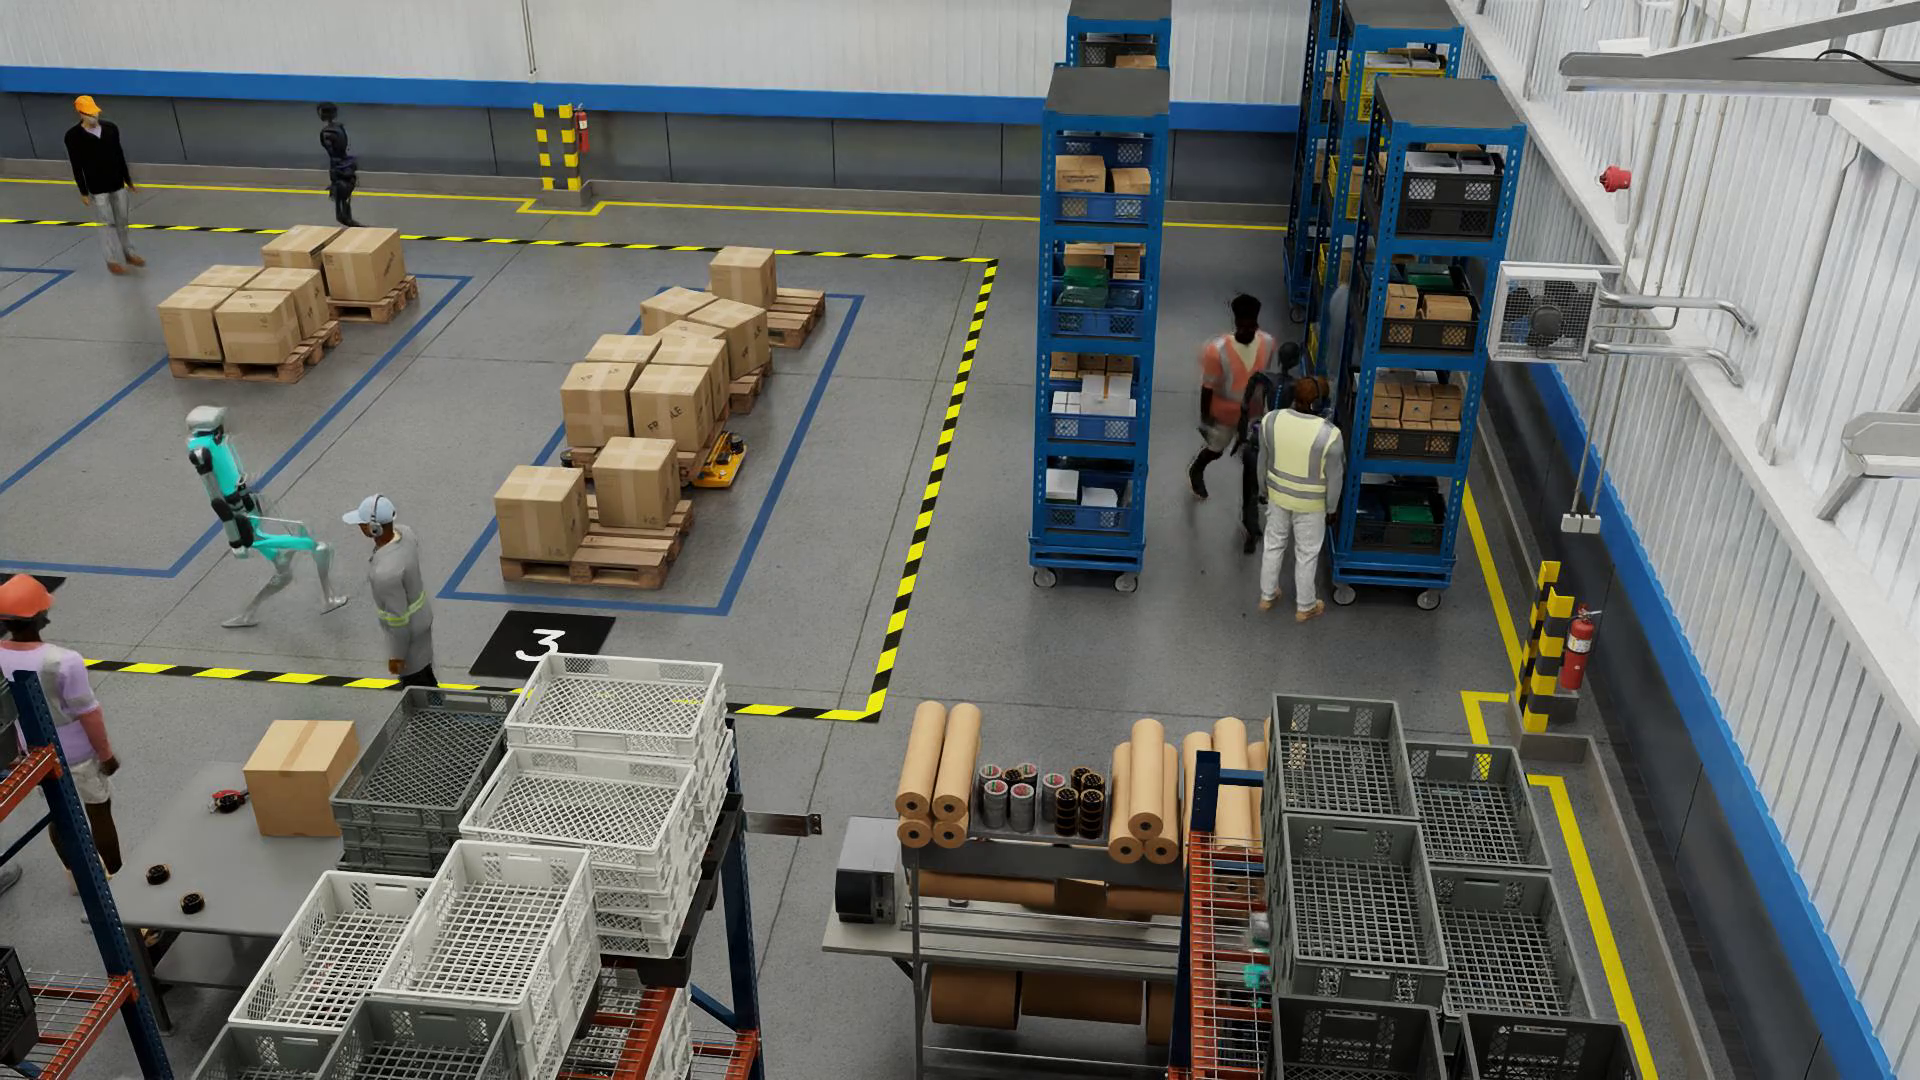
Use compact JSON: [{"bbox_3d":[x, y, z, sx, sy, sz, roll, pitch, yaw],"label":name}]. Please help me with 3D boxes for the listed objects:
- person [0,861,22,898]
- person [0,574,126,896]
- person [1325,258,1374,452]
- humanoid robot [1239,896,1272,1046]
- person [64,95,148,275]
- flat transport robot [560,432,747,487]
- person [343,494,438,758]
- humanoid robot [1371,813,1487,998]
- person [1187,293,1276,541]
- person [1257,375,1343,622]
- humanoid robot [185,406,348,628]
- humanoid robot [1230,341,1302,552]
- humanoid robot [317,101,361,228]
[{"bbox_3d":[-5.633,1.169,8.999,0.617,1.943,0.398,-3,30,-6],"label":"person"},{"bbox_3d":[-4.871,1.090,9.053,0.598,2.035,0.395,5,31,9],"label":"person"},{"bbox_3d":[3.149,-1.344,13.332,0.437,1.935,0.642,-6,31,-9],"label":"person"},{"bbox_3d":[1.553,2.325,7.289,0.774,1.840,0.539,1,30,2],"label":"humanoid robot"},{"bbox_3d":[-8.984,-3.741,17.493,0.380,1.882,0.589,18,35,27],"label":"person"},{"bbox_3d":[-2.554,-0.707,13.861,1.431,0.197,0.652,3,30,6],"label":"flat transport robot"},{"bbox_3d":[-3.393,0.548,10.185,0.488,1.863,0.606,-4,30,-7],"label":"person"},{"bbox_3d":[2.273,1.964,7.957,0.588,1.629,0.793,3,30,5],"label":"humanoid robot"},{"bbox_3d":[2.091,-1.037,12.816,0.598,1.924,0.963,-9,32,-16],"label":"person"},{"bbox_3d":[2.367,-0.292,11.617,0.619,1.840,0.431,21,36,31],"label":"person"},{"bbox_3d":[-4.727,-0.125,11.509,1.067,1.775,0.530,-6,31,-10],"label":"humanoid robot"},{"bbox_3d":[2.355,-0.740,12.562,0.608,1.638,0.621,10,32,17],"label":"humanoid robot"},{"bbox_3d":[-6.659,-3.972,18.099,0.492,1.636,0.616,-2,30,-3],"label":"humanoid robot"}]
